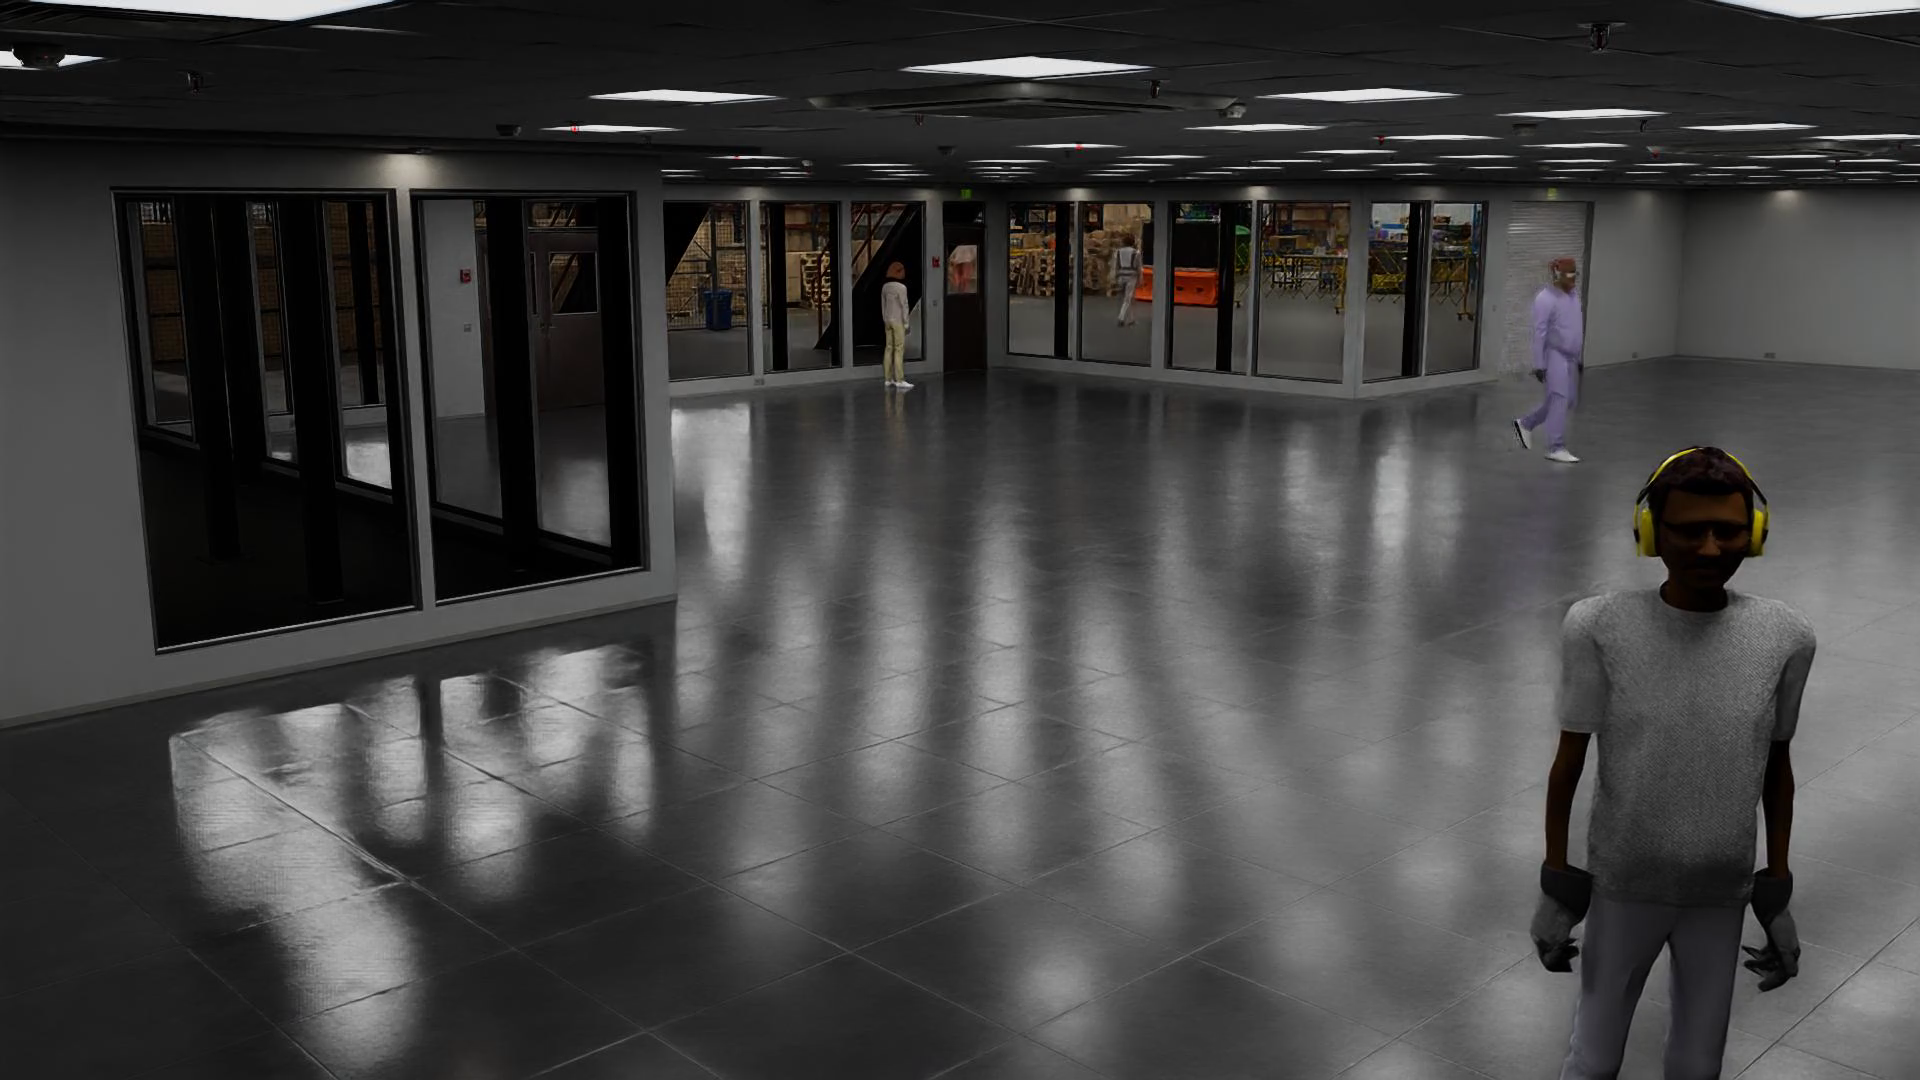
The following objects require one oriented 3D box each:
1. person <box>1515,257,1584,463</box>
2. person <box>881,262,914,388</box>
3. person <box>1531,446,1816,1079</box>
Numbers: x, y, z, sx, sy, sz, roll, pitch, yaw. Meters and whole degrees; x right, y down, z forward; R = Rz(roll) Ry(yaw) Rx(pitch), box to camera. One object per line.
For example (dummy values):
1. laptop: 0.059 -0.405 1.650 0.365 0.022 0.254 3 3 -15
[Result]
1. person: 5.519 -1.684 15.454 0.663 1.886 0.663 -11 16 -44
2. person: -0.828 -2.804 21.693 0.279 1.634 0.498 -9 15 -39
3. person: 1.454 0.731 3.409 0.532 1.870 0.316 1 11 6
